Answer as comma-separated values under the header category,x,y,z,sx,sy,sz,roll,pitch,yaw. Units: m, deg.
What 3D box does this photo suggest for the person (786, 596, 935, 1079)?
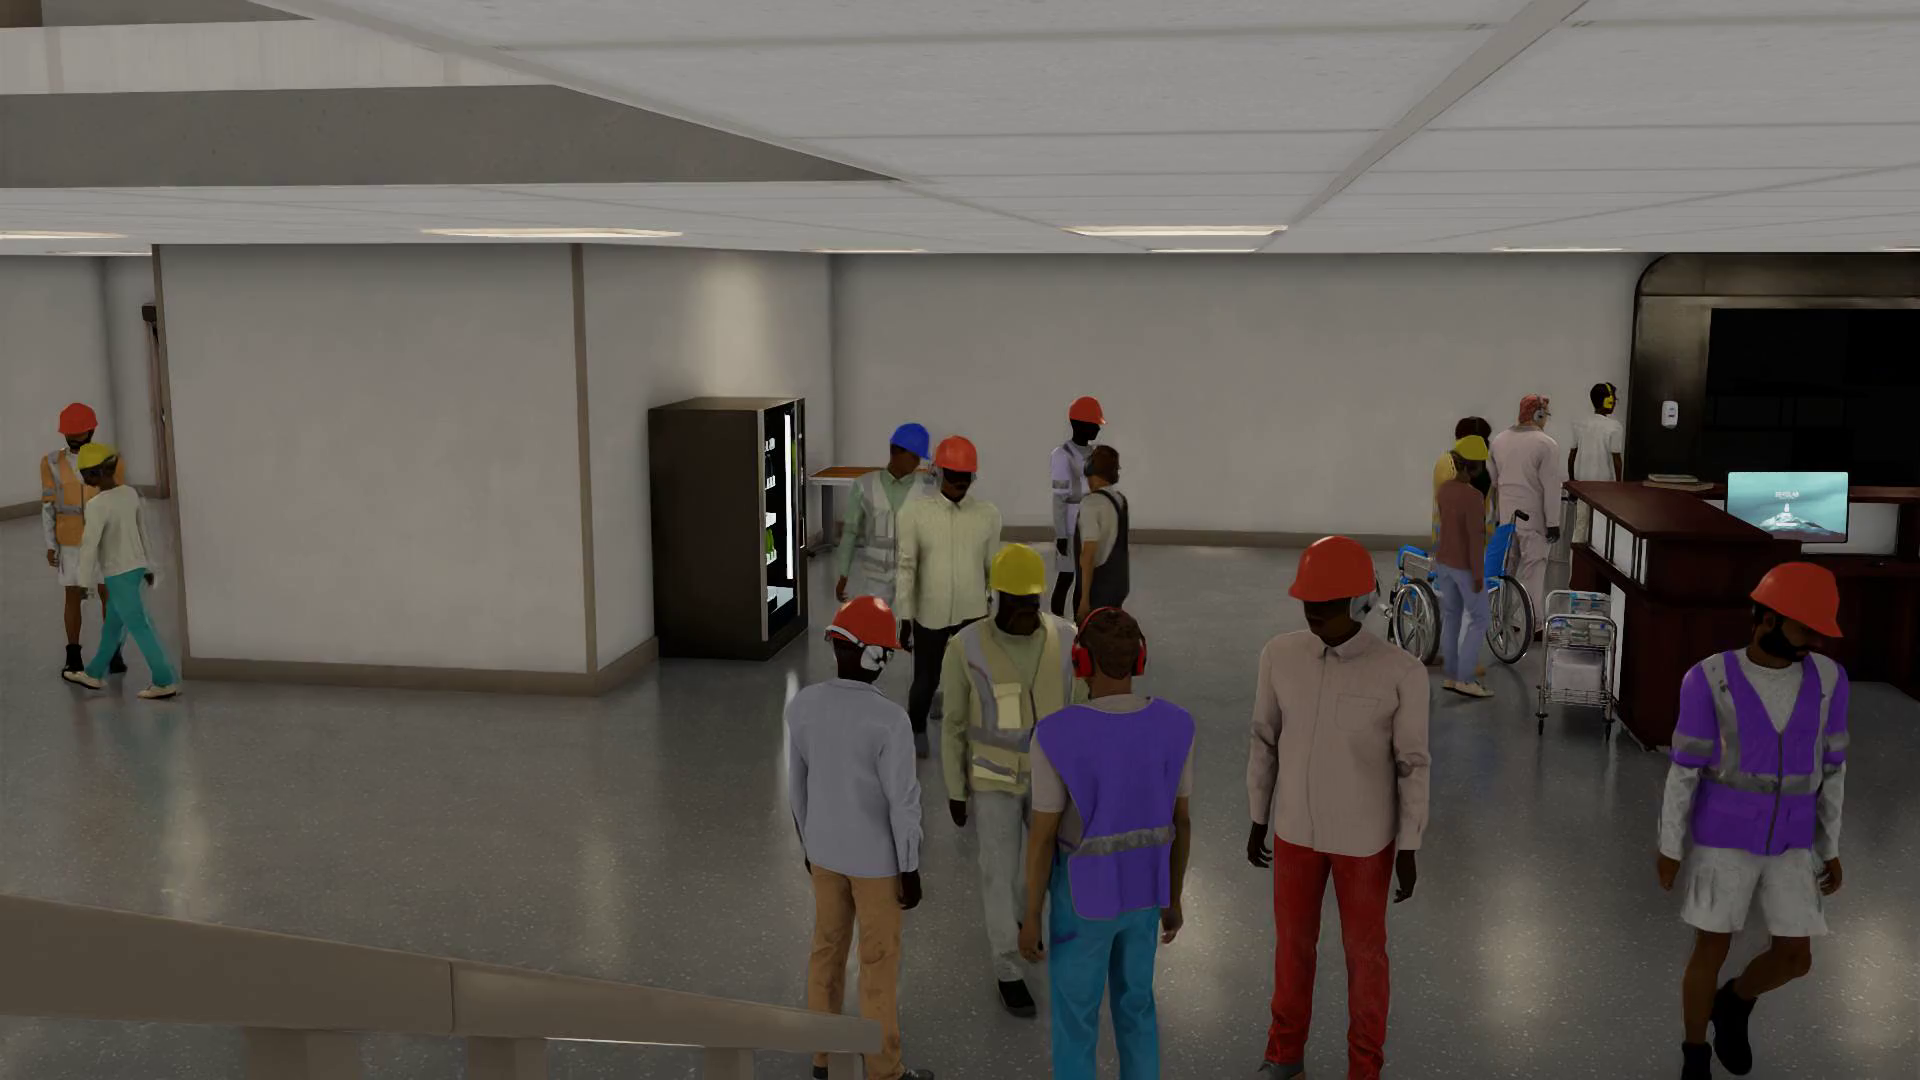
category,x,y,z,sx,sy,sz,roll,pitch,yaw
person,-0.335,1.056,5.741,0.562,1.742,0.337,7,12,39

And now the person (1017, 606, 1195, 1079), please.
category,x,y,z,sx,sy,sz,roll,pitch,yaw
person,0.461,1.118,5.112,0.573,1.830,0.404,-5,10,-27

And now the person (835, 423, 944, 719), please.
category,x,y,z,sx,sy,sz,roll,pitch,yaw
person,-0.422,0.211,10.456,0.741,1.921,0.501,0,9,1

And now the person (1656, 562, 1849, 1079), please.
category,x,y,z,sx,sy,sz,roll,pitch,yaw
person,2.660,0.996,5.601,0.596,1.908,0.456,1,9,4

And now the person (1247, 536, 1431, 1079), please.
category,x,y,z,sx,sy,sz,roll,pitch,yaw
person,1.233,0.965,5.540,0.621,1.990,0.396,7,11,35

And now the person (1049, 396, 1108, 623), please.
category,x,y,z,sx,sy,sz,roll,pitch,yaw
person,0.894,-0.098,12.303,0.389,1.928,0.549,7,12,39

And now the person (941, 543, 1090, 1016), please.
category,x,y,z,sx,sy,sz,roll,pitch,yaw
person,0.221,0.899,6.467,0.611,1.822,0.493,-3,10,-16

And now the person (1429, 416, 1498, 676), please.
category,x,y,z,sx,sy,sz,roll,pitch,yaw
person,3.557,0.040,11.760,0.432,1.834,0.649,-1,9,-8

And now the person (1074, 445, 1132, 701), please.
category,x,y,z,sx,sy,sz,roll,pitch,yaw
person,0.821,0.357,9.883,0.348,1.809,0.652,5,11,29

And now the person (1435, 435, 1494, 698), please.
category,x,y,z,sx,sy,sz,roll,pitch,yaw
person,3.383,0.171,11.157,0.363,1.762,0.550,-2,10,-15

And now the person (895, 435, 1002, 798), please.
category,x,y,z,sx,sy,sz,roll,pitch,yaw
person,-0.075,0.382,9.242,0.617,1.964,0.892,-2,9,-12

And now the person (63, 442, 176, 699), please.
category,x,y,z,sx,sy,sz,roll,pitch,yaw
person,-5.646,0.215,10.982,0.895,1.712,0.538,0,9,2

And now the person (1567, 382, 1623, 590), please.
category,x,y,z,sx,sy,sz,roll,pitch,yaw
person,5.616,-0.456,14.696,0.310,1.865,0.535,-7,12,-38

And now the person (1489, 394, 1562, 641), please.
category,x,y,z,sx,sy,sz,roll,pitch,yaw
person,4.388,-0.174,12.849,0.406,1.901,0.639,-5,11,-29

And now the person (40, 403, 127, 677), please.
category,x,y,z,sx,sy,sz,roll,pitch,yaw
person,-6.140,-0.003,11.703,0.542,1.930,0.375,-4,10,-24
